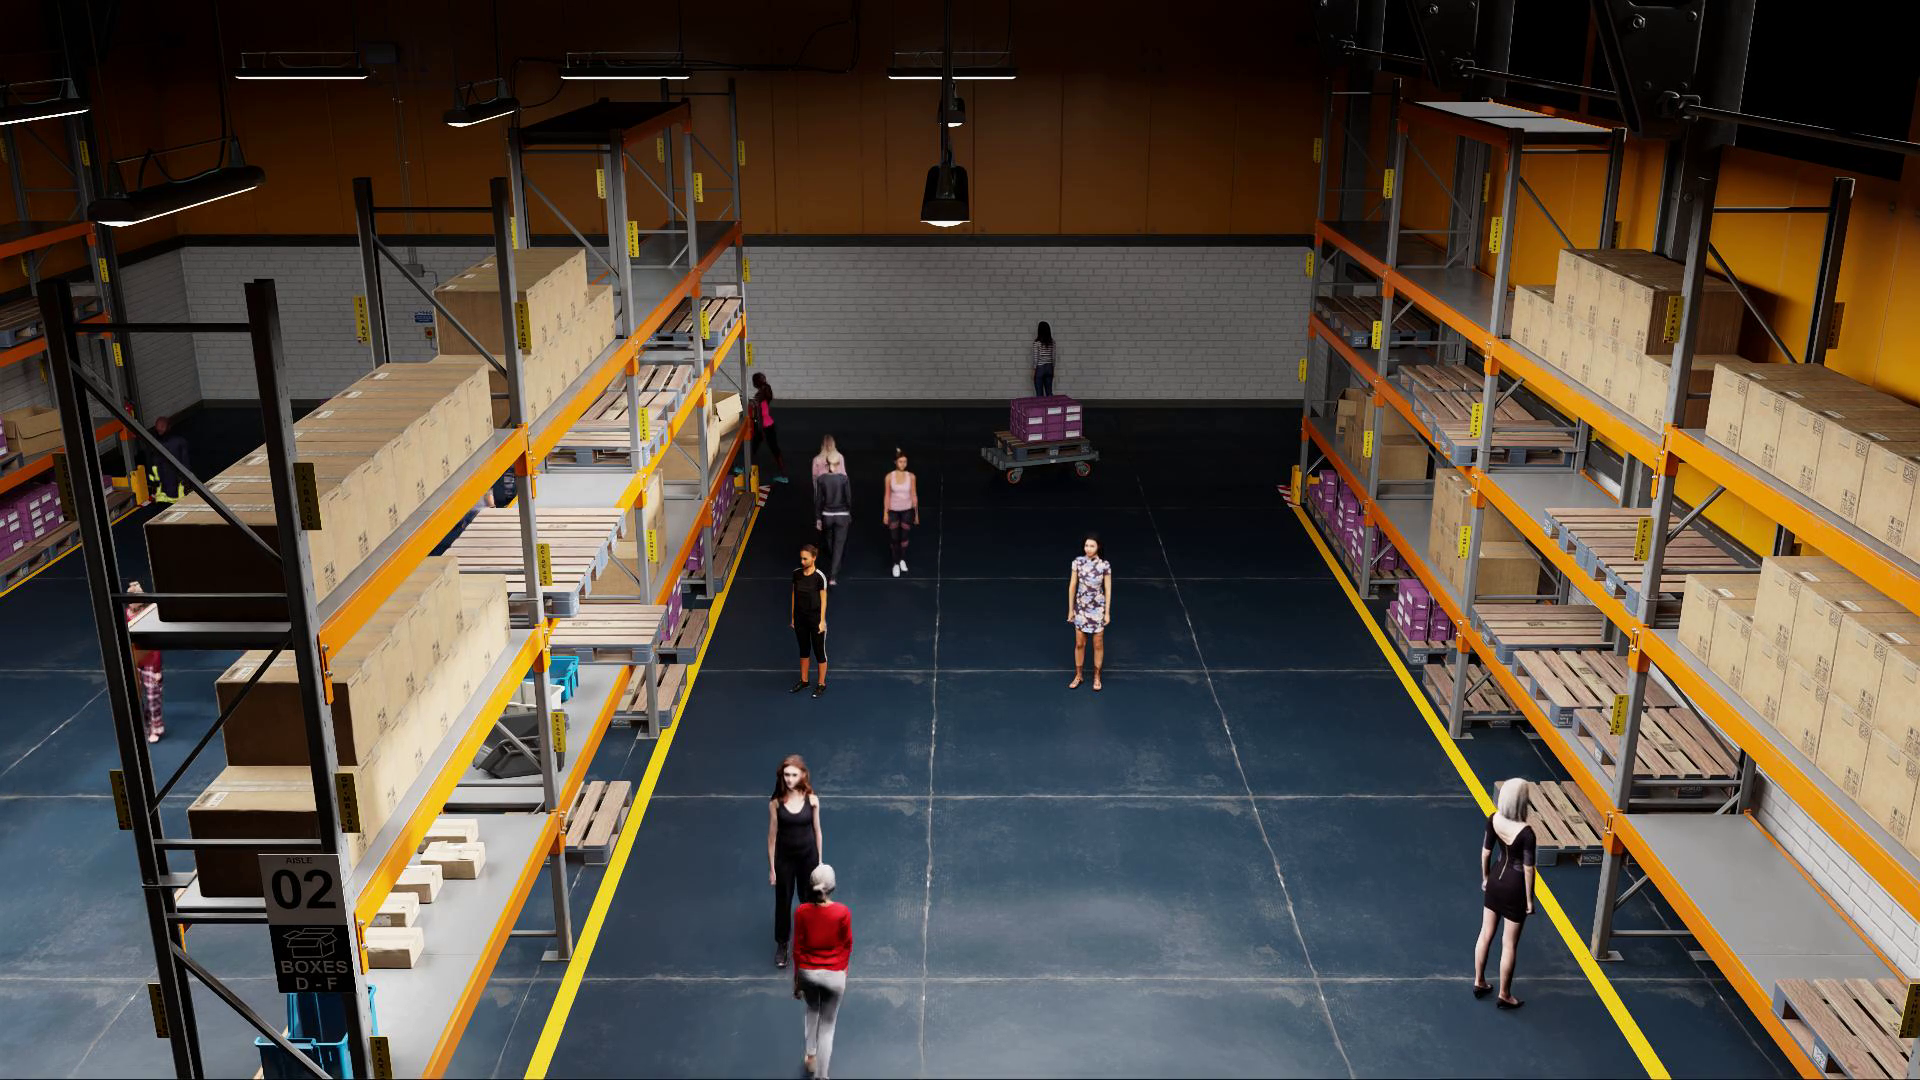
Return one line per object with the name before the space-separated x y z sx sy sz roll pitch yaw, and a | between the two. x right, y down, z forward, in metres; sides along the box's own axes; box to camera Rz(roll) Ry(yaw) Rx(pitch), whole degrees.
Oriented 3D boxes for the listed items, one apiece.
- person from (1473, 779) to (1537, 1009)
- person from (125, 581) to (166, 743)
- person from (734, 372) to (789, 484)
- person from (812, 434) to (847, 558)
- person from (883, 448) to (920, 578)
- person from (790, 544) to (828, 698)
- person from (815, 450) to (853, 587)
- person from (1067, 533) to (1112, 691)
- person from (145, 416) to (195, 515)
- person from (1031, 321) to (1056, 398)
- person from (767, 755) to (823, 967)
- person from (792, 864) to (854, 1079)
person | 4.008 2.579 12.199 0.719 1.825 0.616 -12 22 -32
person | -8.047 1.202 16.500 0.610 1.690 0.595 1 19 2
person | -2.855 -1.639 24.967 1.005 1.669 1.130 9 21 25
person | -1.693 -0.546 21.714 0.743 1.675 0.964 -5 19 -14
person | -0.781 -0.381 21.301 0.674 1.625 0.787 -3 19 -10
person | -1.587 0.827 17.644 0.656 1.669 0.663 10 21 28
person | -1.571 -0.238 20.790 0.793 1.681 1.182 4 19 12
person | 1.396 0.756 17.756 0.646 1.733 0.579 4 19 12
person | -10.517 -0.793 22.275 0.880 1.784 1.166 -3 19 -9
person | 1.422 -2.832 28.311 0.647 1.797 0.631 -8 20 -24
person | -1.259 2.435 12.754 0.630 1.743 0.582 -5 19 -14
person | -0.933 3.004 11.169 0.582 1.677 0.728 1 19 2
